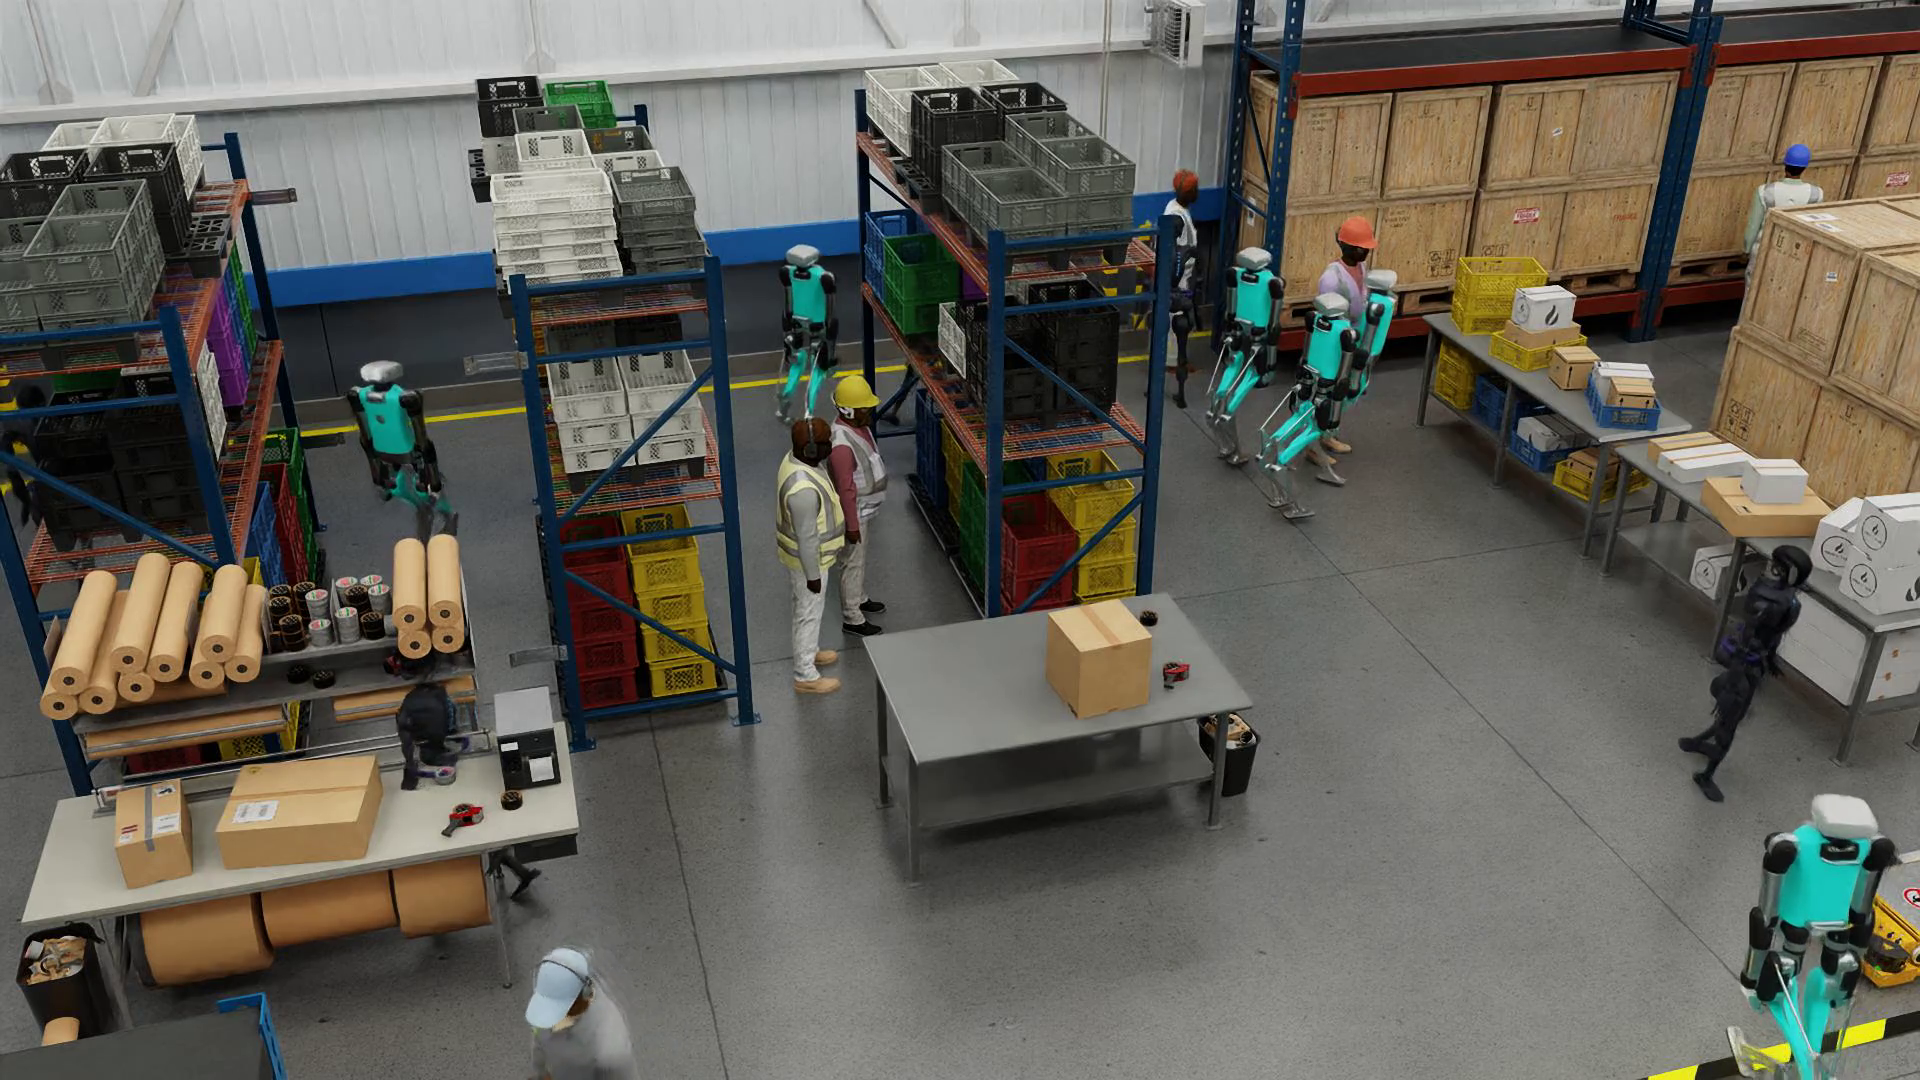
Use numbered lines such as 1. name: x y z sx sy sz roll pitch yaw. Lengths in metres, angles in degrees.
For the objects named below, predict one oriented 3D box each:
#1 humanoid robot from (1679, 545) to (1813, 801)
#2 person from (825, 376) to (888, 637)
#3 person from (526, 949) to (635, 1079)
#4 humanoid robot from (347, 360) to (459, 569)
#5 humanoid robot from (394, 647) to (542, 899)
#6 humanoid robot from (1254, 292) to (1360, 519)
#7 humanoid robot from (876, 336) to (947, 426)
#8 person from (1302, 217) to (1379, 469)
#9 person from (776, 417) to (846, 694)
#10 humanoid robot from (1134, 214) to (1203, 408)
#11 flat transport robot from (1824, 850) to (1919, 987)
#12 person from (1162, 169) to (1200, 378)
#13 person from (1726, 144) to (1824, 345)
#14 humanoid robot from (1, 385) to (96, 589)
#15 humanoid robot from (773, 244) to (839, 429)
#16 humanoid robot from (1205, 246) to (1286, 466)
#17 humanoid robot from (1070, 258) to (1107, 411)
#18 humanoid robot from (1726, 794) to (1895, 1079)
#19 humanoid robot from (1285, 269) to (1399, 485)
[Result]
1. humanoid robot: 4.423 0.700 9.428 0.609 1.636 0.484 -25 38 -38
2. person: -0.675 -0.233 10.961 0.404 1.832 0.591 2 29 3
3. person: -1.392 2.193 6.582 0.725 1.810 0.656 -21 35 -33
4. humanoid robot: -3.736 -0.487 11.557 0.530 1.803 0.790 7 30 13
5. humanoid robot: -2.621 1.231 8.504 0.757 1.633 0.601 4 29 8
6. humanoid robot: 2.482 -0.964 12.284 0.732 1.694 0.532 -13 32 -23
7. humanoid robot: -0.368 -1.725 13.859 0.726 1.629 0.610 5 29 10
8. person: 3.034 -1.571 13.181 0.391 2.040 0.613 20 34 31
9. person: -0.921 0.087 10.383 0.431 1.838 0.623 -3 29 -5
10. humanoid robot: 1.808 -1.965 14.291 0.616 1.640 0.422 -7 30 -12
11. flat transport robot: 5.163 1.916 8.676 1.431 0.231 0.659 -8 30 -14
12. person: 1.943 -2.372 14.805 0.366 1.884 0.580 2 29 4
13. person: 7.483 -2.659 15.258 0.604 1.948 0.389 5 29 9
14. humanoid robot: -6.083 -0.279 11.257 0.588 1.627 0.783 -8 30 -15
15. humanoid robot: -1.322 -1.400 13.228 0.583 1.784 0.819 17 33 29
16. humanoid robot: 2.155 -1.402 13.123 0.675 1.750 0.548 -25 38 -38
17. humanoid robot: 0.960 -1.530 13.481 0.607 1.637 0.452 -7 30 -13
18. humanoid robot: 3.662 1.948 7.089 0.536 1.733 1.031 -2 29 -3
19. humanoid robot: 2.897 -1.231 12.975 0.830 1.876 0.568 12 31 21
